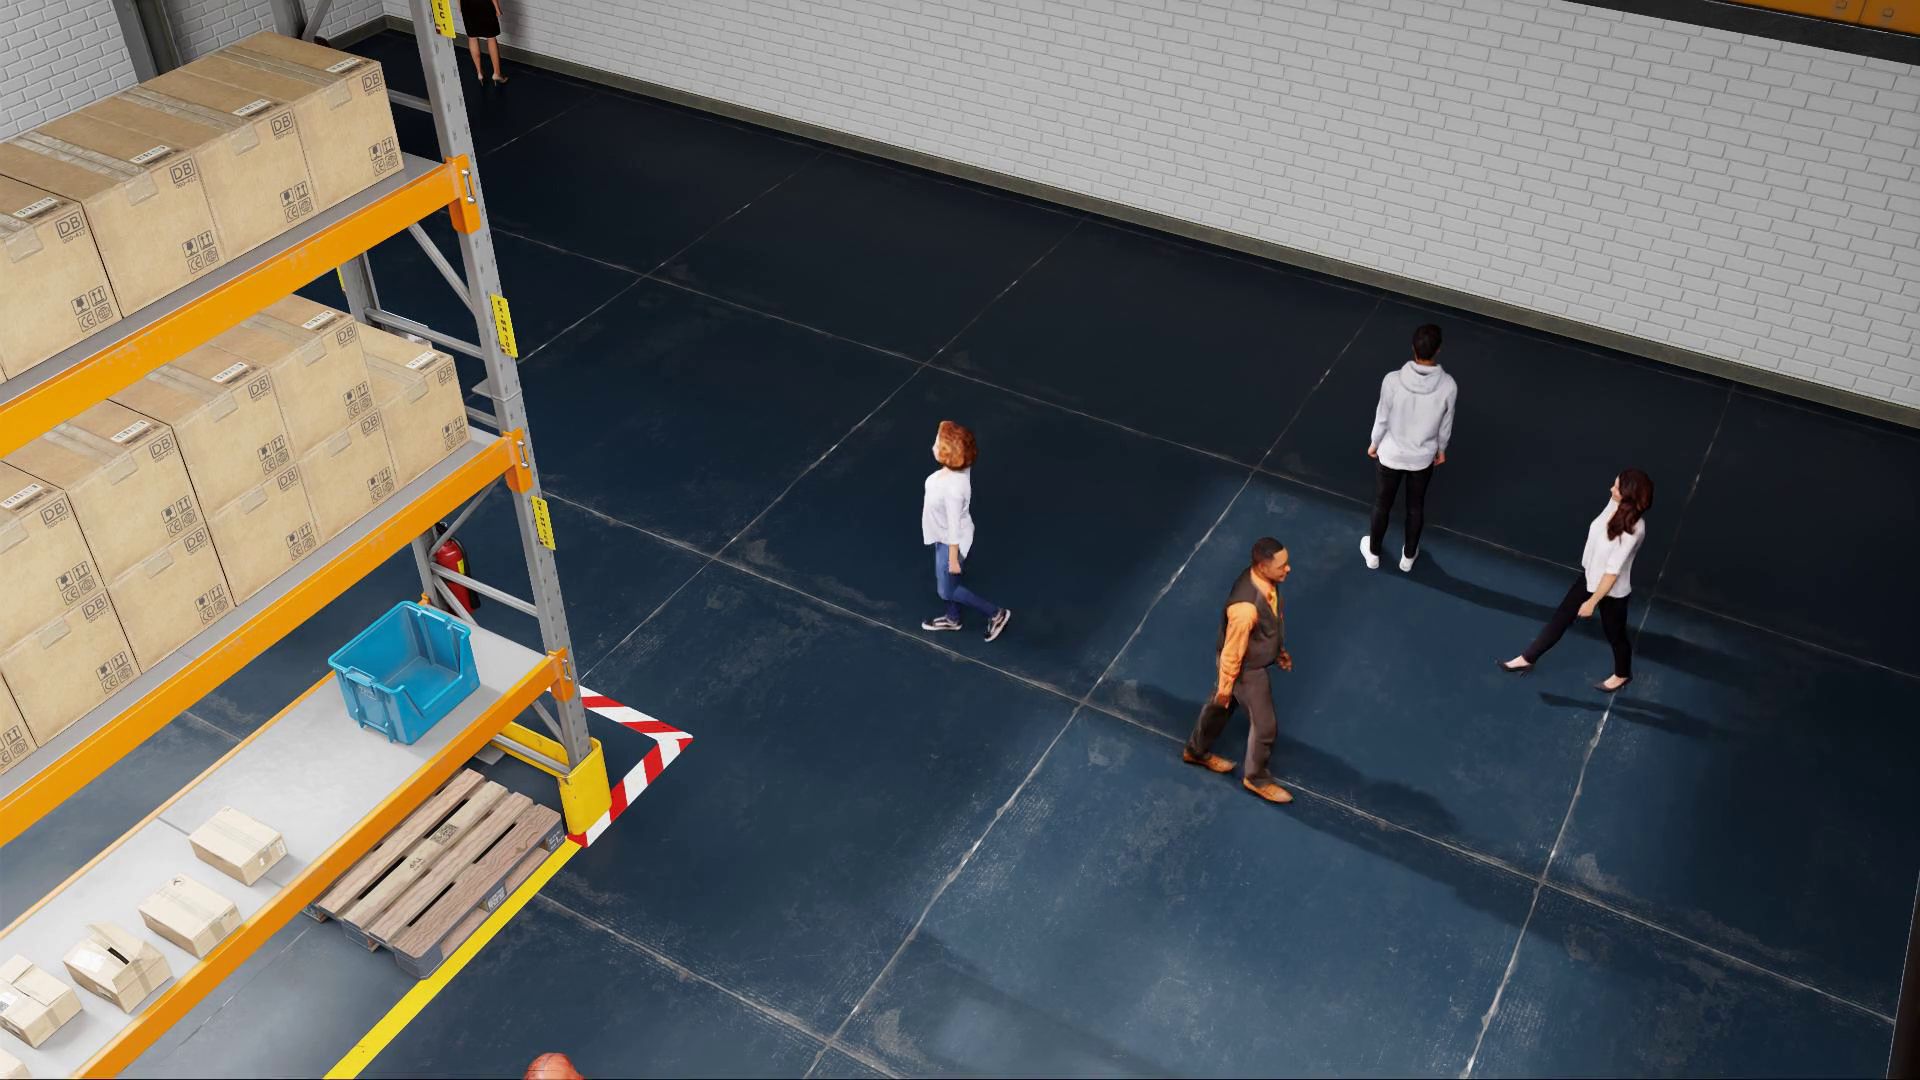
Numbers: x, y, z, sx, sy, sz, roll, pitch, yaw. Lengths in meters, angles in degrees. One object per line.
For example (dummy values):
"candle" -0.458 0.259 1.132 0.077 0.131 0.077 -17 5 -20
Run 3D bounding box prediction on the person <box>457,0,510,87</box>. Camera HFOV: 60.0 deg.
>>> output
"person" -5.256 -5.815 18.105 0.709 1.754 0.658 6 39 7

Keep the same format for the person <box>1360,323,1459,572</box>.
"person" 3.087 -0.616 11.458 0.756 1.925 0.710 5 39 6

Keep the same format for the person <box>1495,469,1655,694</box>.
"person" 4.144 0.316 10.439 1.063 1.741 1.149 0 39 0

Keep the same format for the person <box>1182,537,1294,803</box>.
"person" 1.579 0.710 9.836 0.850 1.878 0.947 12 40 15

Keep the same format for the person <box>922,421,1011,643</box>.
"person" 0.042 -0.025 10.903 0.913 1.695 0.902 1 39 2
